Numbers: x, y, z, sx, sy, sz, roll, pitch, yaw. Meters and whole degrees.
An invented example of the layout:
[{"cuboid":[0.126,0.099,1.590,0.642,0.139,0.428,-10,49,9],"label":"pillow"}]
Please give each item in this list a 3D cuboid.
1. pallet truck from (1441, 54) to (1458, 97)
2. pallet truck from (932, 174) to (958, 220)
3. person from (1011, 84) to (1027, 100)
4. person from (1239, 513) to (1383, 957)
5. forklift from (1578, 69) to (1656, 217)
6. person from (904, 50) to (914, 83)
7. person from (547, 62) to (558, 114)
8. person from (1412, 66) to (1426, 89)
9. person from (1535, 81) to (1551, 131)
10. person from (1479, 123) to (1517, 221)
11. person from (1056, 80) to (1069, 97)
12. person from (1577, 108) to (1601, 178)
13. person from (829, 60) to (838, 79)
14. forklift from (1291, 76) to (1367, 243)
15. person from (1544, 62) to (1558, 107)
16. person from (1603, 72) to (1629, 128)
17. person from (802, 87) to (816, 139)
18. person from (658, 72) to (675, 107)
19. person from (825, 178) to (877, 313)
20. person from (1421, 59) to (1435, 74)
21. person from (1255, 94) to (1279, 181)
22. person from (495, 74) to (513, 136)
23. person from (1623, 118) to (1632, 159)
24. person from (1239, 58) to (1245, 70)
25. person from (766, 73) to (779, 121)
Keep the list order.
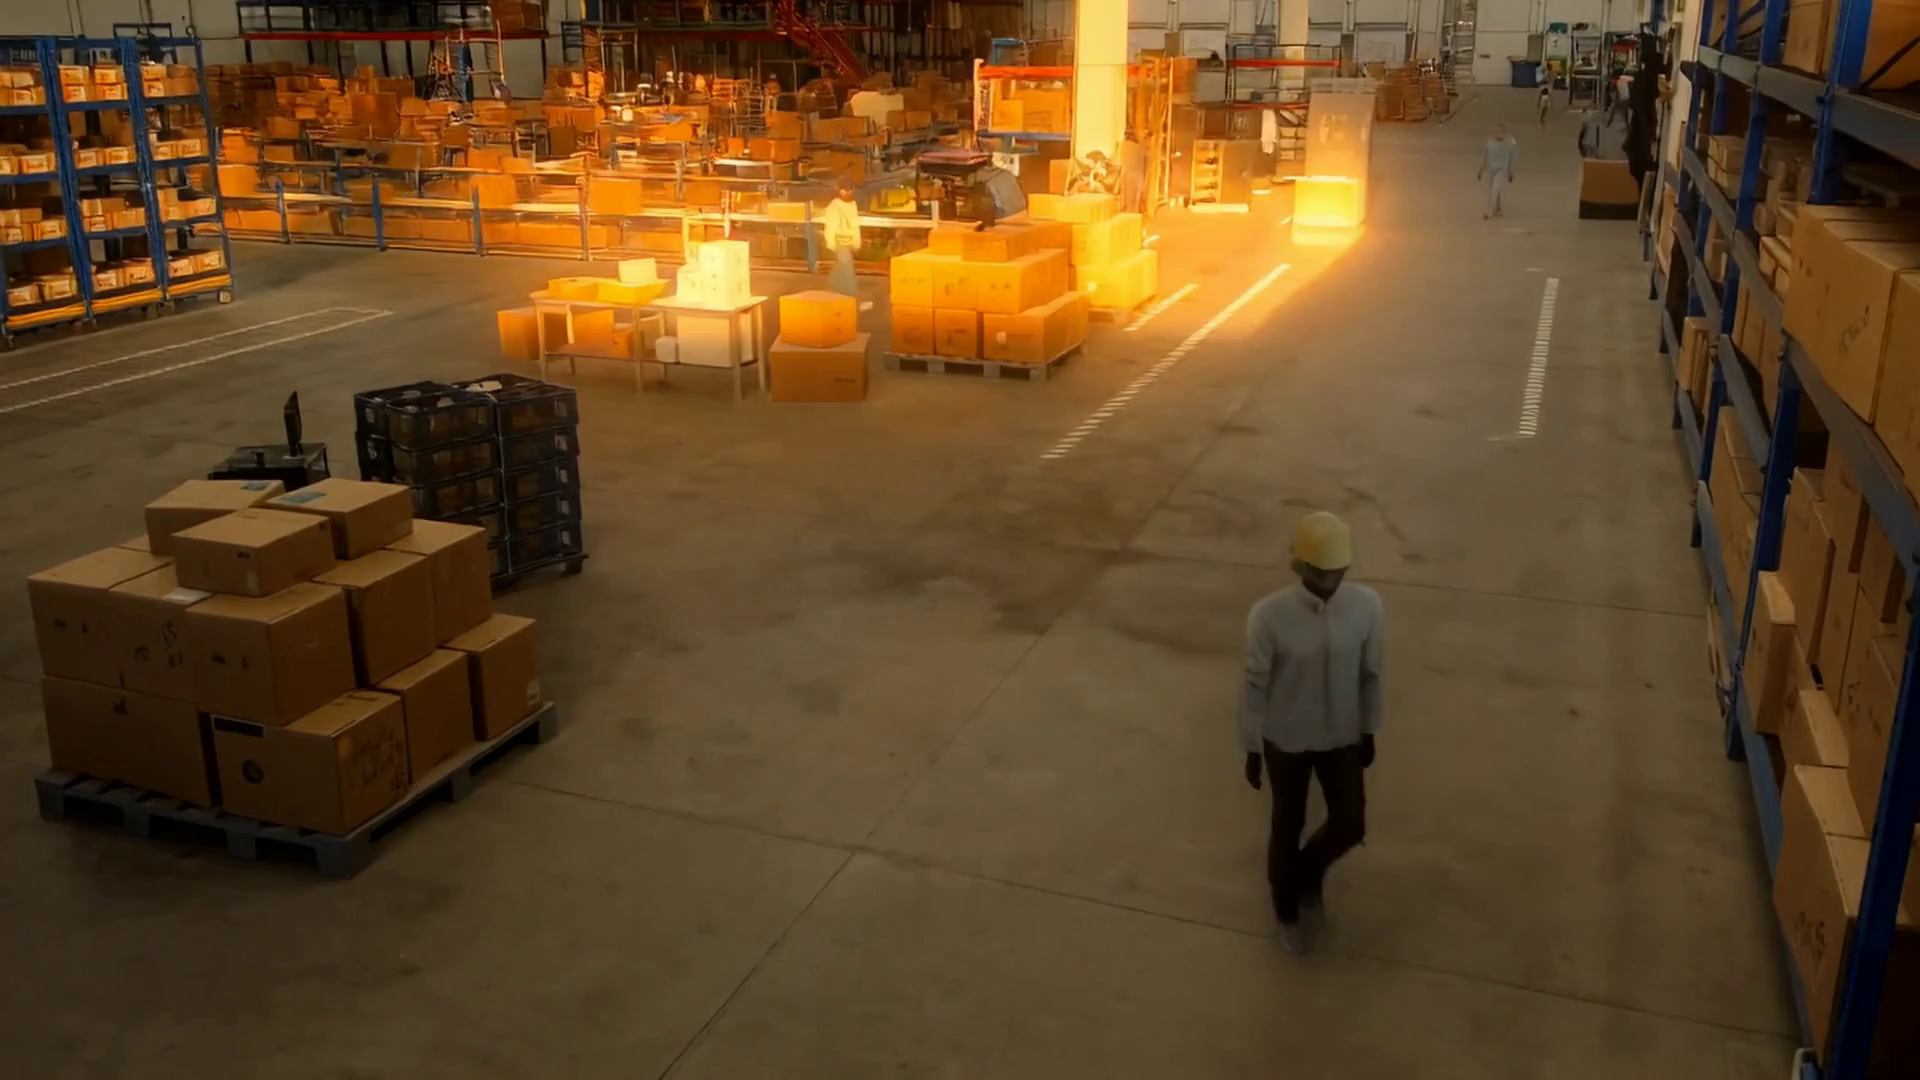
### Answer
[{"cuboid":[22.765,-21.886,78.355,0.823,1.965,1.885,-4,18,-14],"label":"pallet truck"},{"cuboid":[-0.507,-5.292,27.348,0.653,1.274,1.630,6,19,19],"label":"pallet truck"},{"cuboid":[1.745,-12.182,48.029,0.668,1.892,0.543,9,20,26],"label":"person"},{"cuboid":[1.481,0.828,7.017,0.643,1.974,0.440,-3,18,-10],"label":"person"},{"cuboid":[13.219,-7.740,32.475,1.873,2.768,1.129,6,19,18],"label":"forklift"},{"cuboid":[-2.839,-26.753,93.983,0.628,1.797,0.764,-8,19,-24],"label":"person"},{"cuboid":[-15.927,-17.689,65.182,0.389,1.989,0.610,-13,22,-36],"label":"person"},{"cuboid":[17.388,-17.074,63.359,0.470,1.922,0.742,-16,24,-42],"label":"person"},{"cuboid":[19.778,-14.727,56.447,0.311,1.636,0.521,-16,24,-41],"label":"person"},{"cuboid":[10.495,-7.190,32.430,0.648,1.856,1.002,15,23,39],"label":"person"},{"cuboid":[4.709,-21.411,77.136,0.993,1.839,0.579,-6,19,-19],"label":"person"},{"cuboid":[15.177,-9.585,40.193,0.547,1.682,0.358,-3,18,-9],"label":"person"},{"cuboid":[-5.467,-19.896,72.285,1.018,1.886,0.567,14,22,37],"label":"person"},{"cuboid":[6.598,-6.755,29.381,1.129,2.768,1.873,6,19,19],"label":"forklift"},{"cuboid":[25.144,-19.420,70.877,0.510,1.830,0.849,5,18,16],"label":"person"},{"cuboid":[22.984,-15.333,57.955,0.598,1.887,0.842,-12,21,-32],"label":"person"},{"cuboid":[-4.777,-13.505,52.648,0.497,1.616,0.361,4,18,13],"label":"person"},{"cuboid":[-10.452,-15.743,59.343,0.595,1.824,0.404,-8,19,-24],"label":"person"},{"cuboid":[-1.506,-3.973,22.436,0.938,1.772,0.611,9,20,27],"label":"person"},{"cuboid":[19.658,-19.236,69.959,0.684,2.000,1.030,16,23,40],"label":"person"},{"cuboid":[7.348,-9.547,39.525,0.414,2.028,0.612,0,18,0],"label":"person"},{"cuboid":[-14.810,-14.145,54.125,0.545,1.942,0.349,2,18,7],"label":"person"},{"cuboid":[14.187,-8.099,35.445,0.774,1.733,0.531,10,20,28],"label":"person"},{"cuboid":[12.666,-20.804,75.072,0.374,1.928,0.542,4,18,12],"label":"person"},{"cuboid":[-6.893,-16.303,61.231,0.492,1.740,0.325,-2,18,-5],"label":"person"}]
